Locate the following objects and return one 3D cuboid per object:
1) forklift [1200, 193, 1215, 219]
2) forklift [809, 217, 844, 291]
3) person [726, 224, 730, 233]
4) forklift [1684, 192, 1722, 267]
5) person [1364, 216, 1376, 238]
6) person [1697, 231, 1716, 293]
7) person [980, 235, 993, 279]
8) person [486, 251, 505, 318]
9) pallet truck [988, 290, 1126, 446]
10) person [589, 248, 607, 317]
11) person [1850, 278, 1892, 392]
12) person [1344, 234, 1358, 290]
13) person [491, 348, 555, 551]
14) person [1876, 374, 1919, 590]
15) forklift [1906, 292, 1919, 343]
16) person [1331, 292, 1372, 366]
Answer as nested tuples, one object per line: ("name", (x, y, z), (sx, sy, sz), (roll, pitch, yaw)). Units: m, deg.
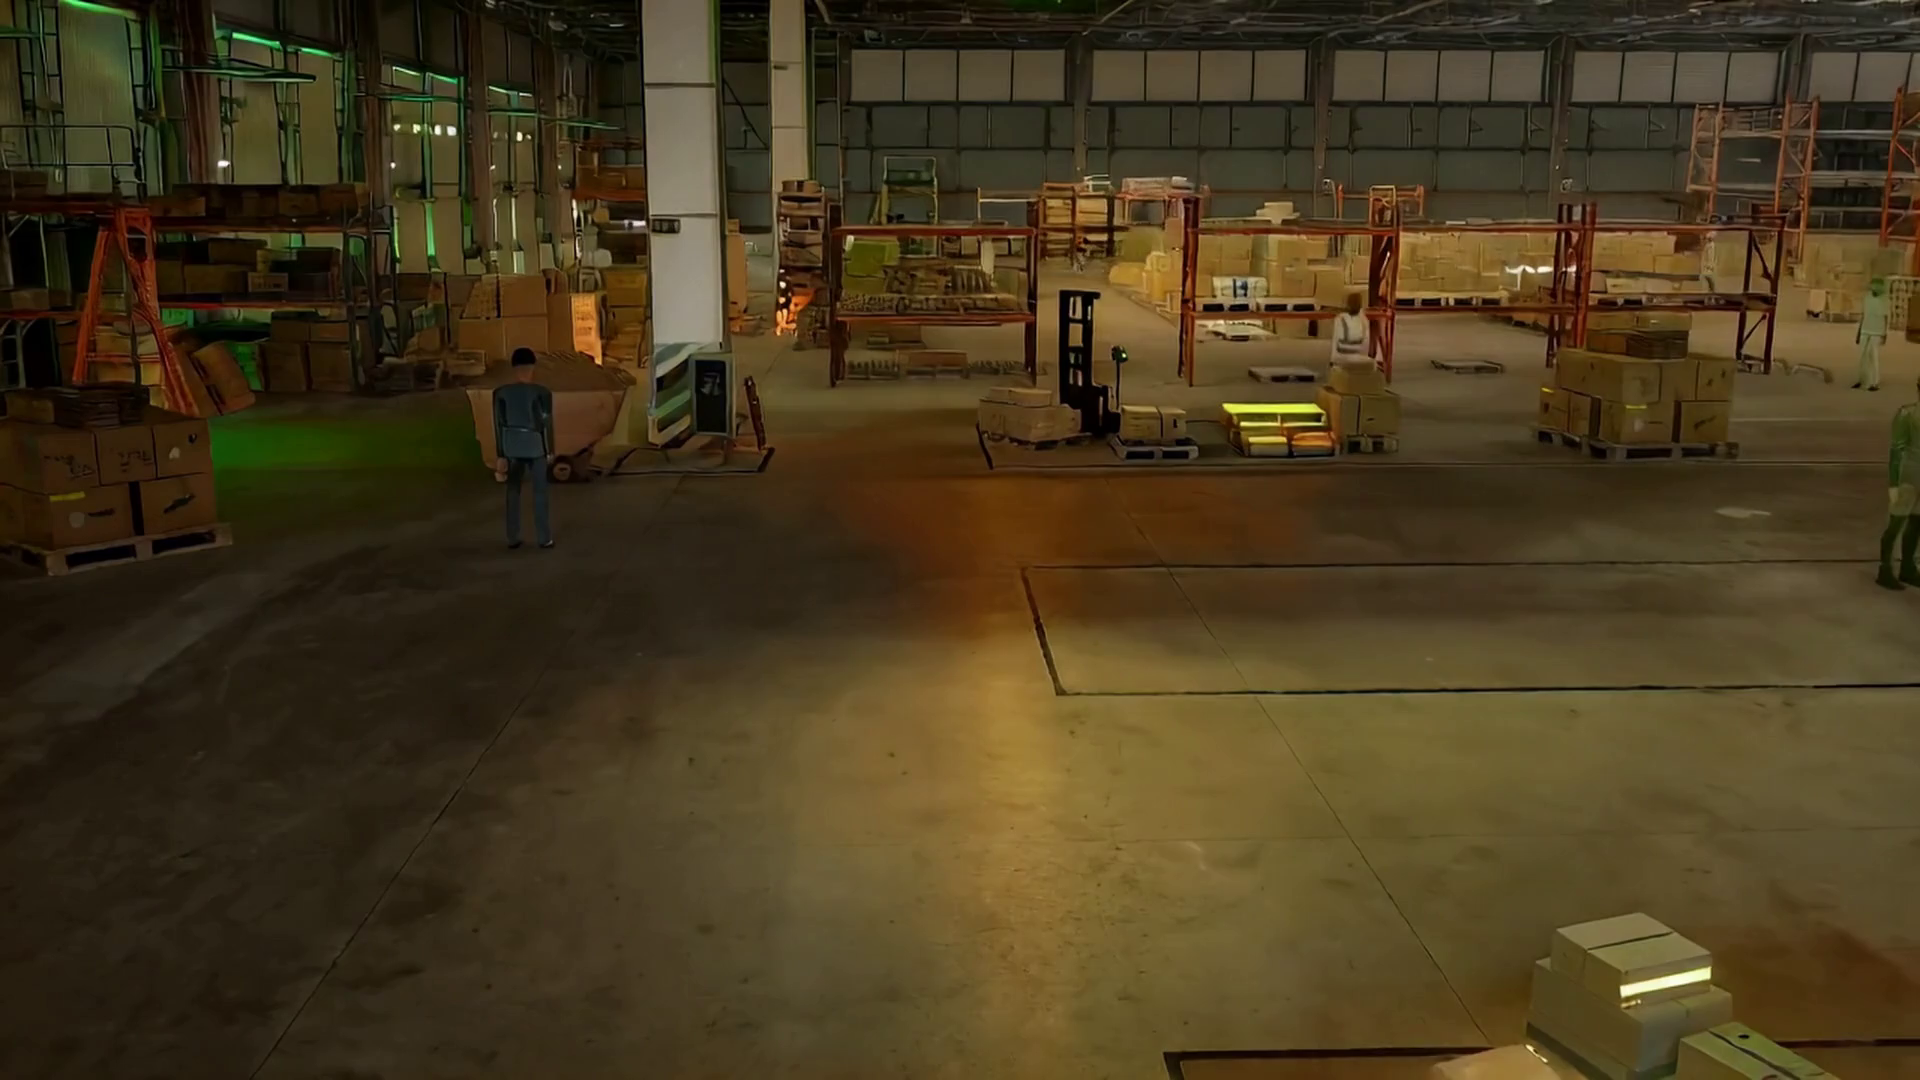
("forklift", (8.381, -10.423, 56.779), (1.873, 2.768, 1.129), (3, 13, 13))
("forklift", (-4.375, -8.619, 48.637), (1.873, 2.768, 1.129), (0, 12, -2))
("person", (-7.710, -9.475, 54.691), (0.381, 1.918, 0.585), (3, 13, 12))
("forklift", (26.560, -11.194, 60.260), (1.873, 2.768, 1.129), (0, 12, -2))
("person", (14.901, -10.732, 60.187), (0.611, 1.996, 0.378), (4, 13, 16))
("person", (21.284, -7.895, 47.595), (0.931, 1.896, 0.574), (9, 15, 35))
("person", (0.781, -7.994, 47.955), (0.371, 1.941, 0.627), (-5, 13, -20))
("person", (-11.446, -6.266, 40.865), (0.519, 1.633, 0.312), (11, 17, 42))
("pallet truck", (1.257, -2.299, 22.111), (1.885, 1.965, 0.823), (-9, 15, -35))
("person", (-8.955, -6.346, 41.059), (0.539, 1.698, 0.318), (8, 15, 33))
("person", (14.933, -3.359, 27.226), (0.321, 1.859, 0.512), (-7, 14, -28))
("person", (11.950, -8.618, 50.776), (0.372, 1.940, 0.627), (11, 16, 40))
("person", (-4.122, -0.855, 15.785), (0.584, 1.918, 0.408), (1, 13, 4))
("person", (8.214, -0.527, 14.251), (0.552, 1.932, 0.377), (-4, 13, -17))
("forklift", (20.686, -5.380, 34.013), (1.873, 2.768, 1.129), (0, 12, -2))
("person", (5.597, -2.588, 23.722), (0.597, 1.868, 0.540), (-7, 14, -27))
